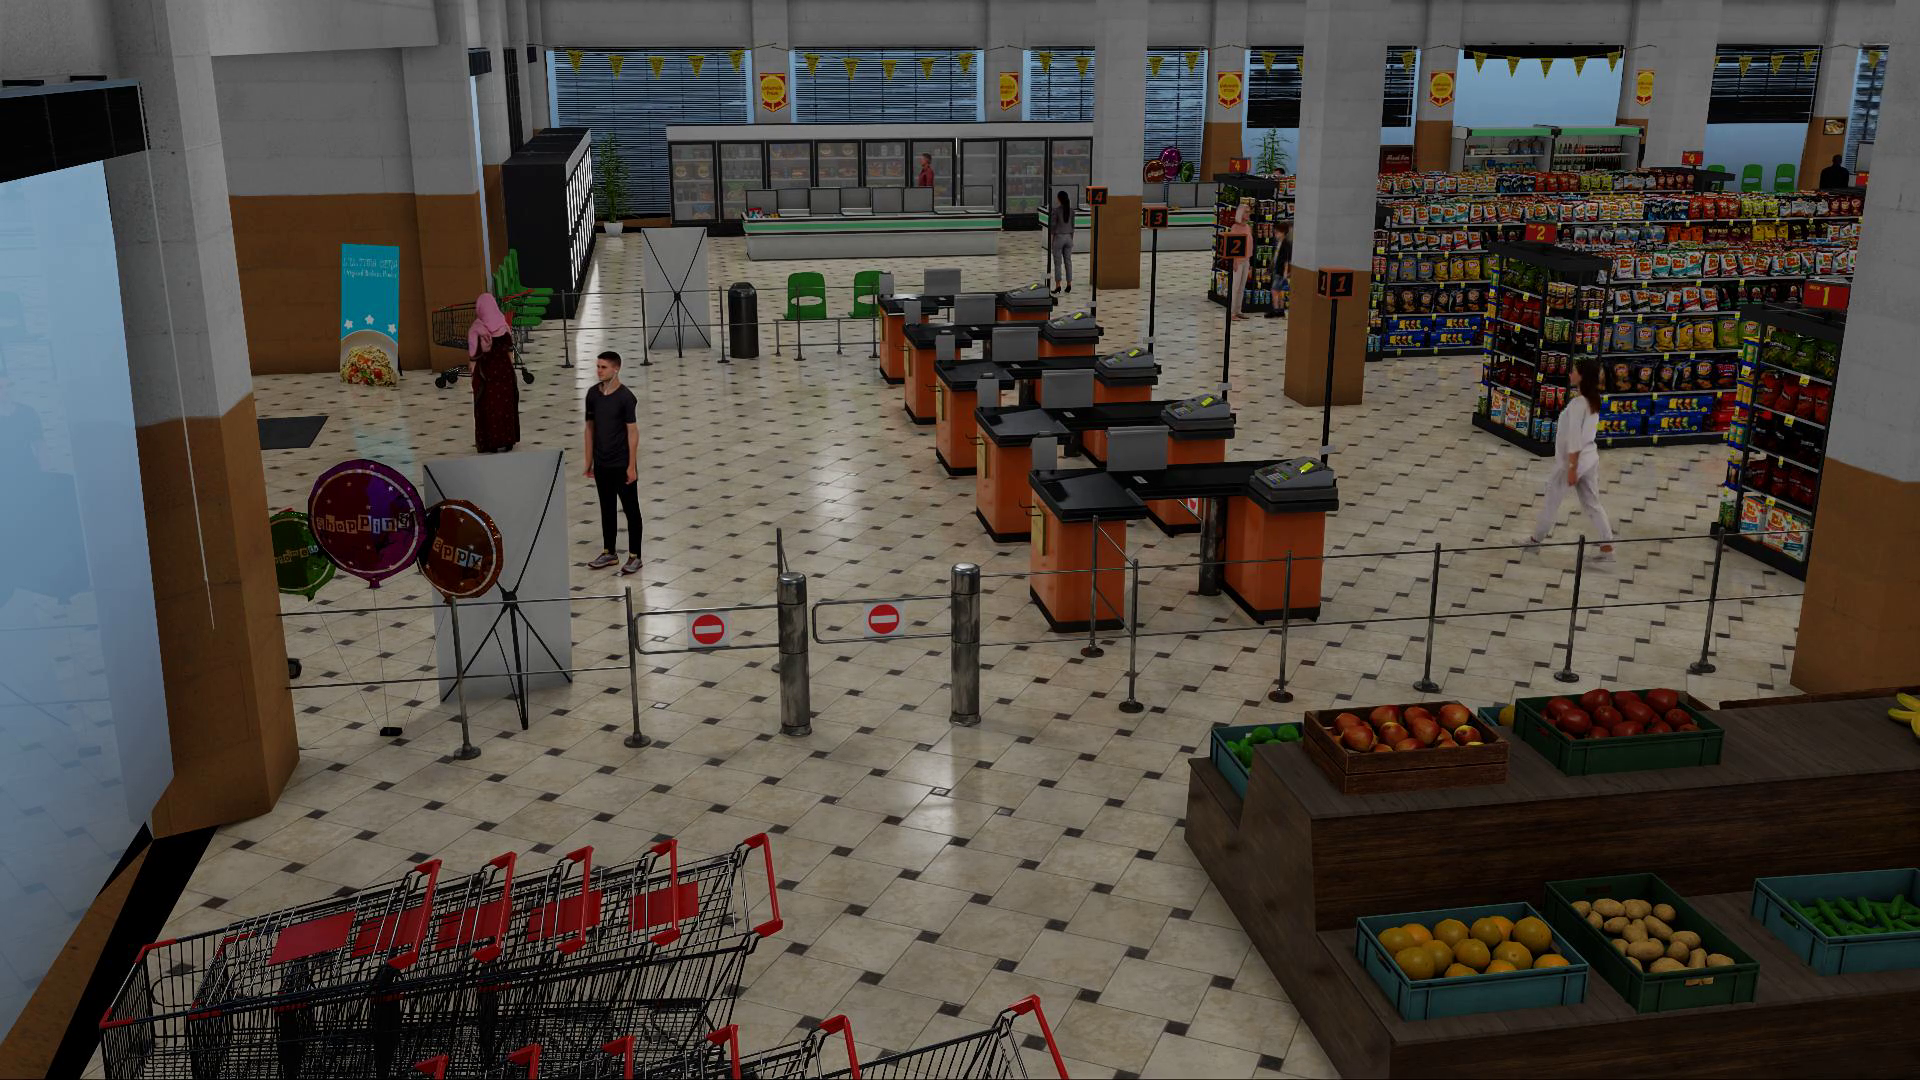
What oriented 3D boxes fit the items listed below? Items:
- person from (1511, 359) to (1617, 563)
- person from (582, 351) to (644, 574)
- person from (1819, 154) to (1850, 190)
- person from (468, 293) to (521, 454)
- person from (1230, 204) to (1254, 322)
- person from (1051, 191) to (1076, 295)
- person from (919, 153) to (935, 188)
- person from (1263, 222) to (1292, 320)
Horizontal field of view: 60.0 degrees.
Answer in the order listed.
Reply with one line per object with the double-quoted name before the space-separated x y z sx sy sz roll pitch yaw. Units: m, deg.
"person" 4.996 -0.586 13.259 1.081 1.648 1.108 15 22 41
"person" -2.735 -0.624 13.184 0.682 1.764 0.784 8 19 24
"person" 17.732 -6.927 33.850 0.783 1.818 0.831 13 21 36
"person" -4.767 -1.711 16.985 0.702 1.637 0.818 -12 21 -35
"person" 4.197 -4.176 24.952 0.740 1.726 0.656 14 22 39
"person" 1.683 -4.917 27.473 0.623 1.677 0.754 -9 19 -27
"person" -0.665 -6.972 33.977 0.571 1.831 0.703 -1 17 -4
"person" 4.866 -4.051 25.034 0.620 1.438 0.534 -2 17 -8
